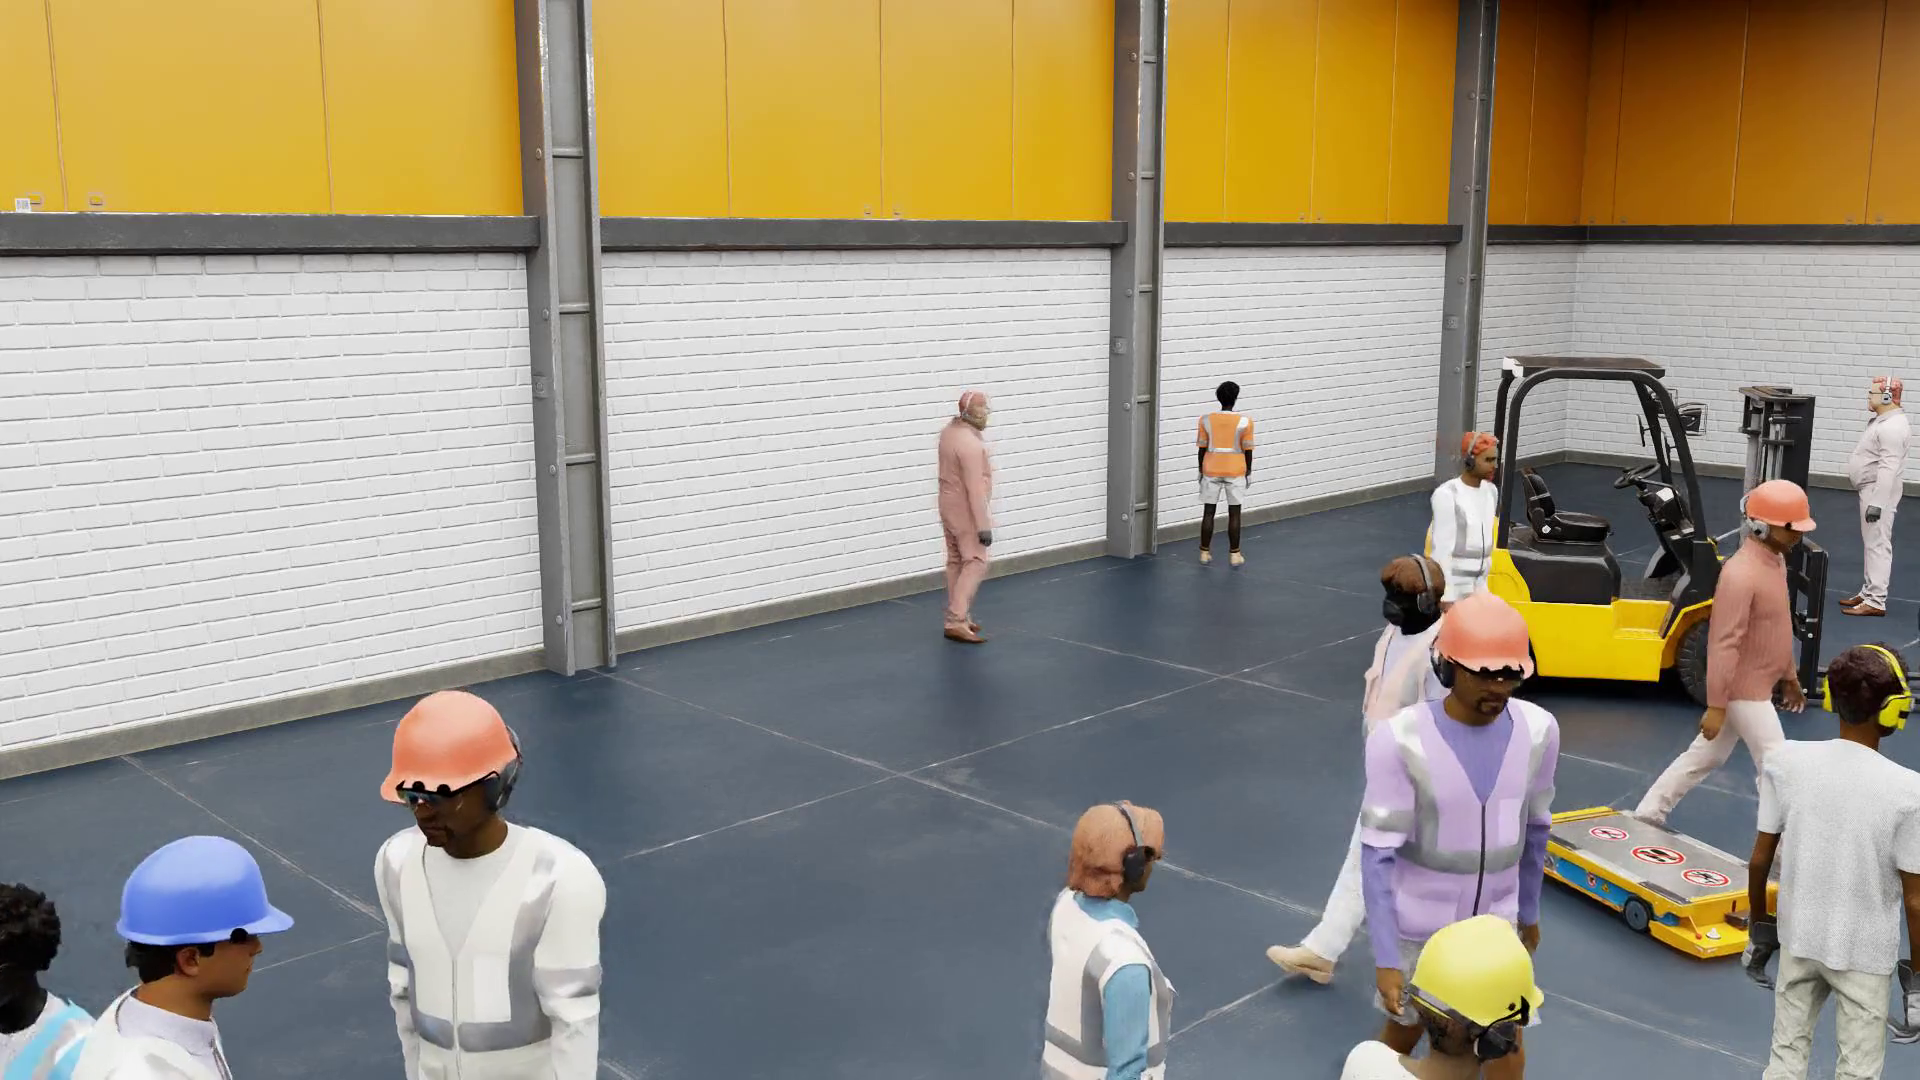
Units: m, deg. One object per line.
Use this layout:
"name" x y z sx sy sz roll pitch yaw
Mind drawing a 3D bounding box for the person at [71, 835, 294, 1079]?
"person" -1.408 1.489 3.206 0.986 1.891 0.610 -6 12 -29

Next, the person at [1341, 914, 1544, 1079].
"person" 0.888 1.560 3.199 0.513 1.753 0.538 -6 12 -30

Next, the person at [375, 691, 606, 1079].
"person" -1.110 1.327 3.820 0.624 1.988 1.011 3 11 16

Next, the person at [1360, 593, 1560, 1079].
"person" 1.481 1.139 4.840 0.650 1.992 0.976 -2 11 -9

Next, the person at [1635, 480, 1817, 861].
"person" 3.602 0.659 7.675 1.052 1.932 0.631 6 12 31

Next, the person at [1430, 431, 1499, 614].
"person" 2.985 0.288 9.859 0.596 1.871 0.460 -7 13 -34

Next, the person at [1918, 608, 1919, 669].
"person" 5.150 0.536 8.353 0.635 1.929 1.060 9 14 40

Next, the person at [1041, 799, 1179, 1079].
"person" 0.406 1.443 4.204 0.475 1.621 0.526 -3 11 -17

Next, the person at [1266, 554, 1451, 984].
"person" 1.765 0.939 6.539 0.988 1.784 0.632 -2 11 -10

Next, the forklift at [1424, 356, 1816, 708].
"forklift" 4.276 -0.101 11.076 2.313 2.155 1.214 2 11 13

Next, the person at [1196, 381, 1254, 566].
"person" 2.421 -0.606 15.209 0.535 1.691 0.320 4 11 20

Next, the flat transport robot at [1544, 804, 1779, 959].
"flat transport robot" 3.110 1.501 7.587 0.652 0.197 1.431 -4 11 -20

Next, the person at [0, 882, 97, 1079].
"person" -1.955 1.518 3.688 0.536 1.674 0.735 5 12 26

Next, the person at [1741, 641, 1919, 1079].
"person" 2.538 1.211 4.820 0.309 1.864 0.535 -8 13 -36

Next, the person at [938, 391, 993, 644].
"person" 0.033 -0.171 12.362 0.441 1.874 0.694 -4 11 -21

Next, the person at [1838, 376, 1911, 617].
"person" 7.266 -0.348 13.208 0.410 1.909 0.643 5 11 25
